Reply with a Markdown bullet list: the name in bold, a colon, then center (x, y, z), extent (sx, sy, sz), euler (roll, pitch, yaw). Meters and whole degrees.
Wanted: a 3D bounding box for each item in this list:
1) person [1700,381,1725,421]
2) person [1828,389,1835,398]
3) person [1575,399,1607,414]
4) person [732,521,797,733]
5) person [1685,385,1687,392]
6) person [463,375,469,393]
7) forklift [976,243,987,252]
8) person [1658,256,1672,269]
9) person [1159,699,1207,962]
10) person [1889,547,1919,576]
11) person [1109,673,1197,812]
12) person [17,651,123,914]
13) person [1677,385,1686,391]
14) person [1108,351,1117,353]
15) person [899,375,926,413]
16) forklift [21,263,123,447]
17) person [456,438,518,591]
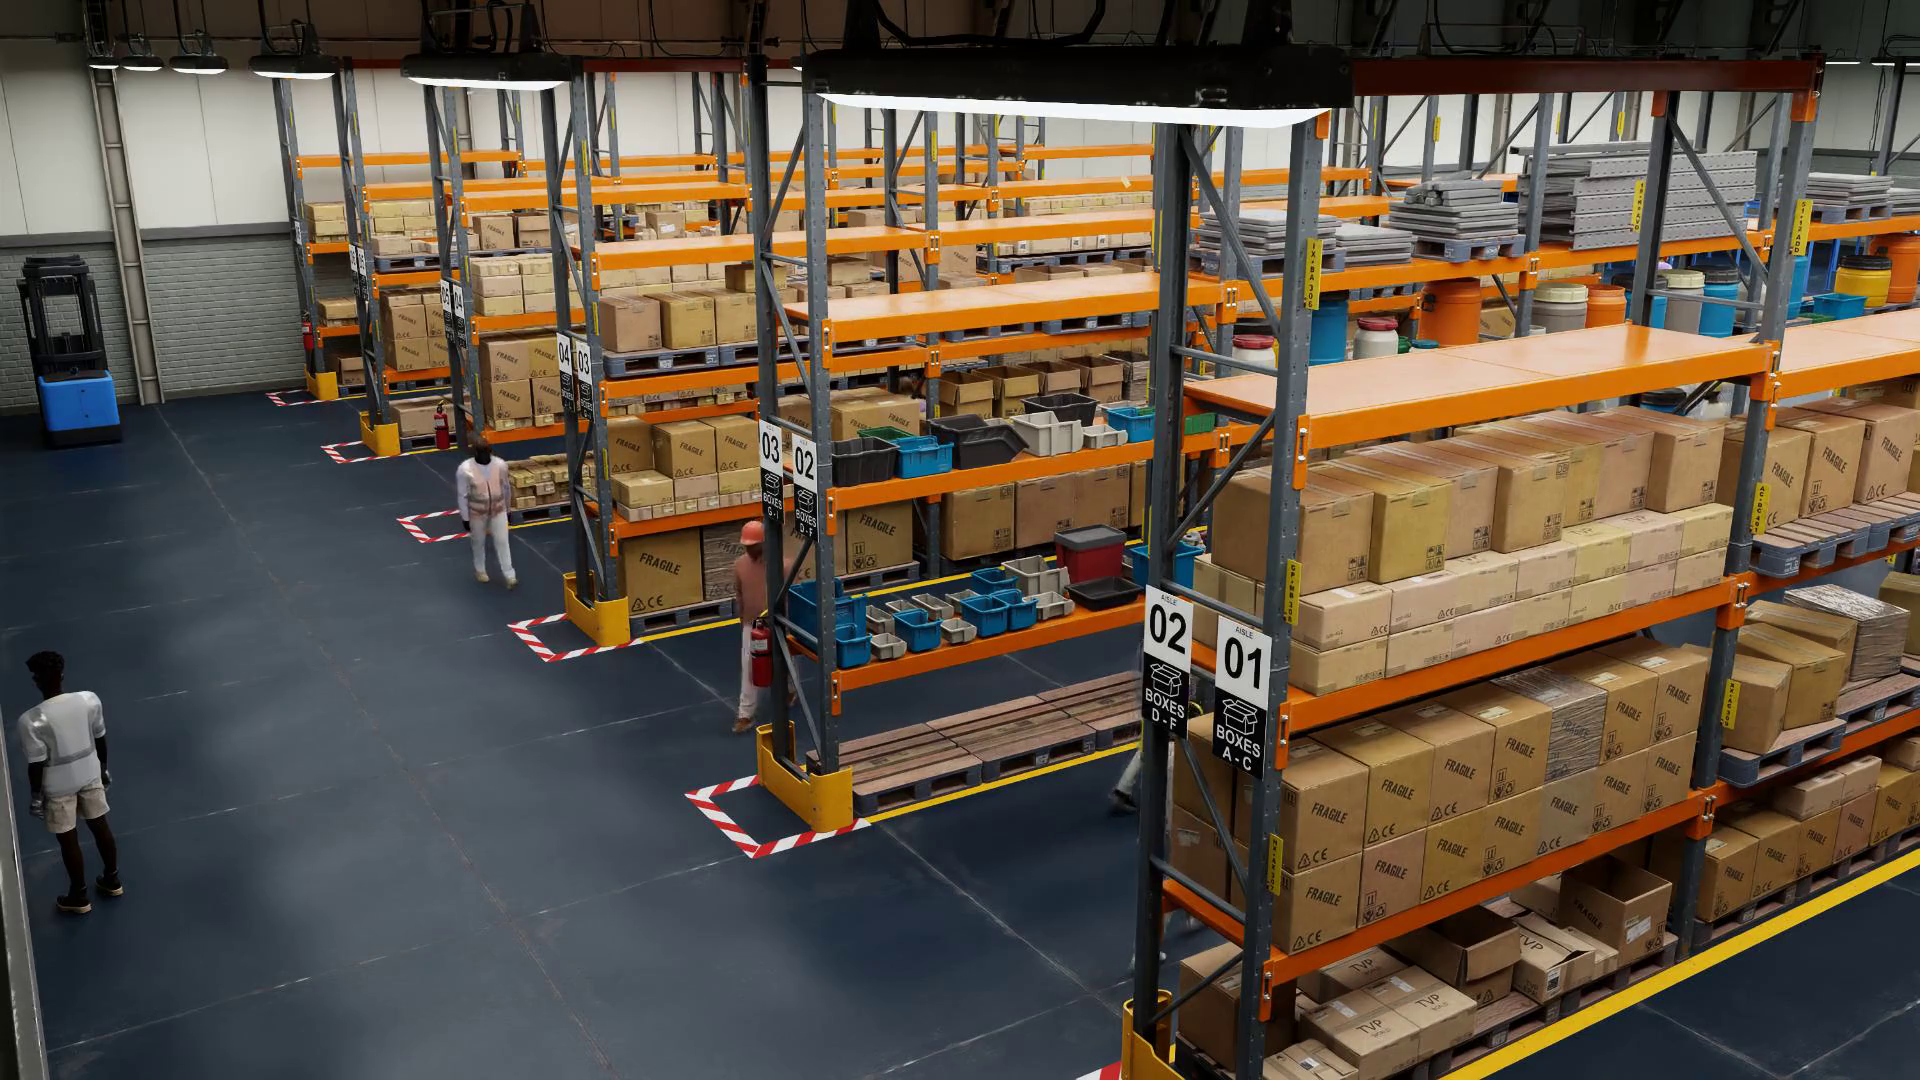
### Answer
- **person**: center (10.527, -1.396, 22.103), extent (0.897, 1.731, 0.522), euler (-3, 17, -10)
- **person**: center (12.382, -1.589, 22.456), extent (0.977, 1.866, 0.614), euler (-1, 17, -3)
- **person**: center (10.243, -2.473, 25.336), extent (0.585, 1.876, 0.940), euler (-4, 17, -13)
- **person**: center (-1.813, 0.746, 14.683), extent (0.620, 1.952, 1.015), euler (5, 18, 17)
- **person**: center (12.168, -2.966, 26.778), extent (0.652, 1.980, 0.435), euler (11, 20, 32)
- **person**: center (-8.385, -2.893, 26.817), extent (0.642, 1.827, 0.636), euler (-9, 19, -26)
- **forklift**: center (0.988, -5.474, 34.718), extent (1.214, 2.155, 2.313), euler (-10, 20, -31)
- **person**: center (15.826, -5.635, 35.775), extent (0.388, 1.837, 0.563), euler (-11, 20, -32)
- **person**: center (1.534, 1.978, 10.845), extent (0.959, 1.831, 0.523), euler (-15, 22, -40)
- **person**: center (10.030, 0.266, 16.468), extent (0.713, 1.814, 0.611), euler (-9, 19, -28)
- **person**: center (1.648, 1.383, 12.846), extent (0.879, 1.801, 0.598), euler (-6, 18, -19)
- **person**: center (-6.441, 1.731, 11.407), extent (0.362, 1.962, 0.613), euler (9, 19, 26)
- **person**: center (10.222, -1.736, 22.997), extent (1.005, 1.827, 0.577), euler (-3, 17, -9)
- **person**: center (2.283, -1.912, 23.530), extent (1.023, 1.864, 0.609), euler (-7, 18, -21)
- **person**: center (-0.731, -1.242, 21.258), extent (0.651, 1.908, 0.716), euler (2, 17, 8)
- **forklift**: center (-14.518, -3.079, 25.708), extent (1.129, 2.768, 1.873), euler (-10, 20, -31)
- **person**: center (-5.505, -0.305, 18.391), extent (0.636, 1.786, 0.995), euler (-9, 19, -28)
